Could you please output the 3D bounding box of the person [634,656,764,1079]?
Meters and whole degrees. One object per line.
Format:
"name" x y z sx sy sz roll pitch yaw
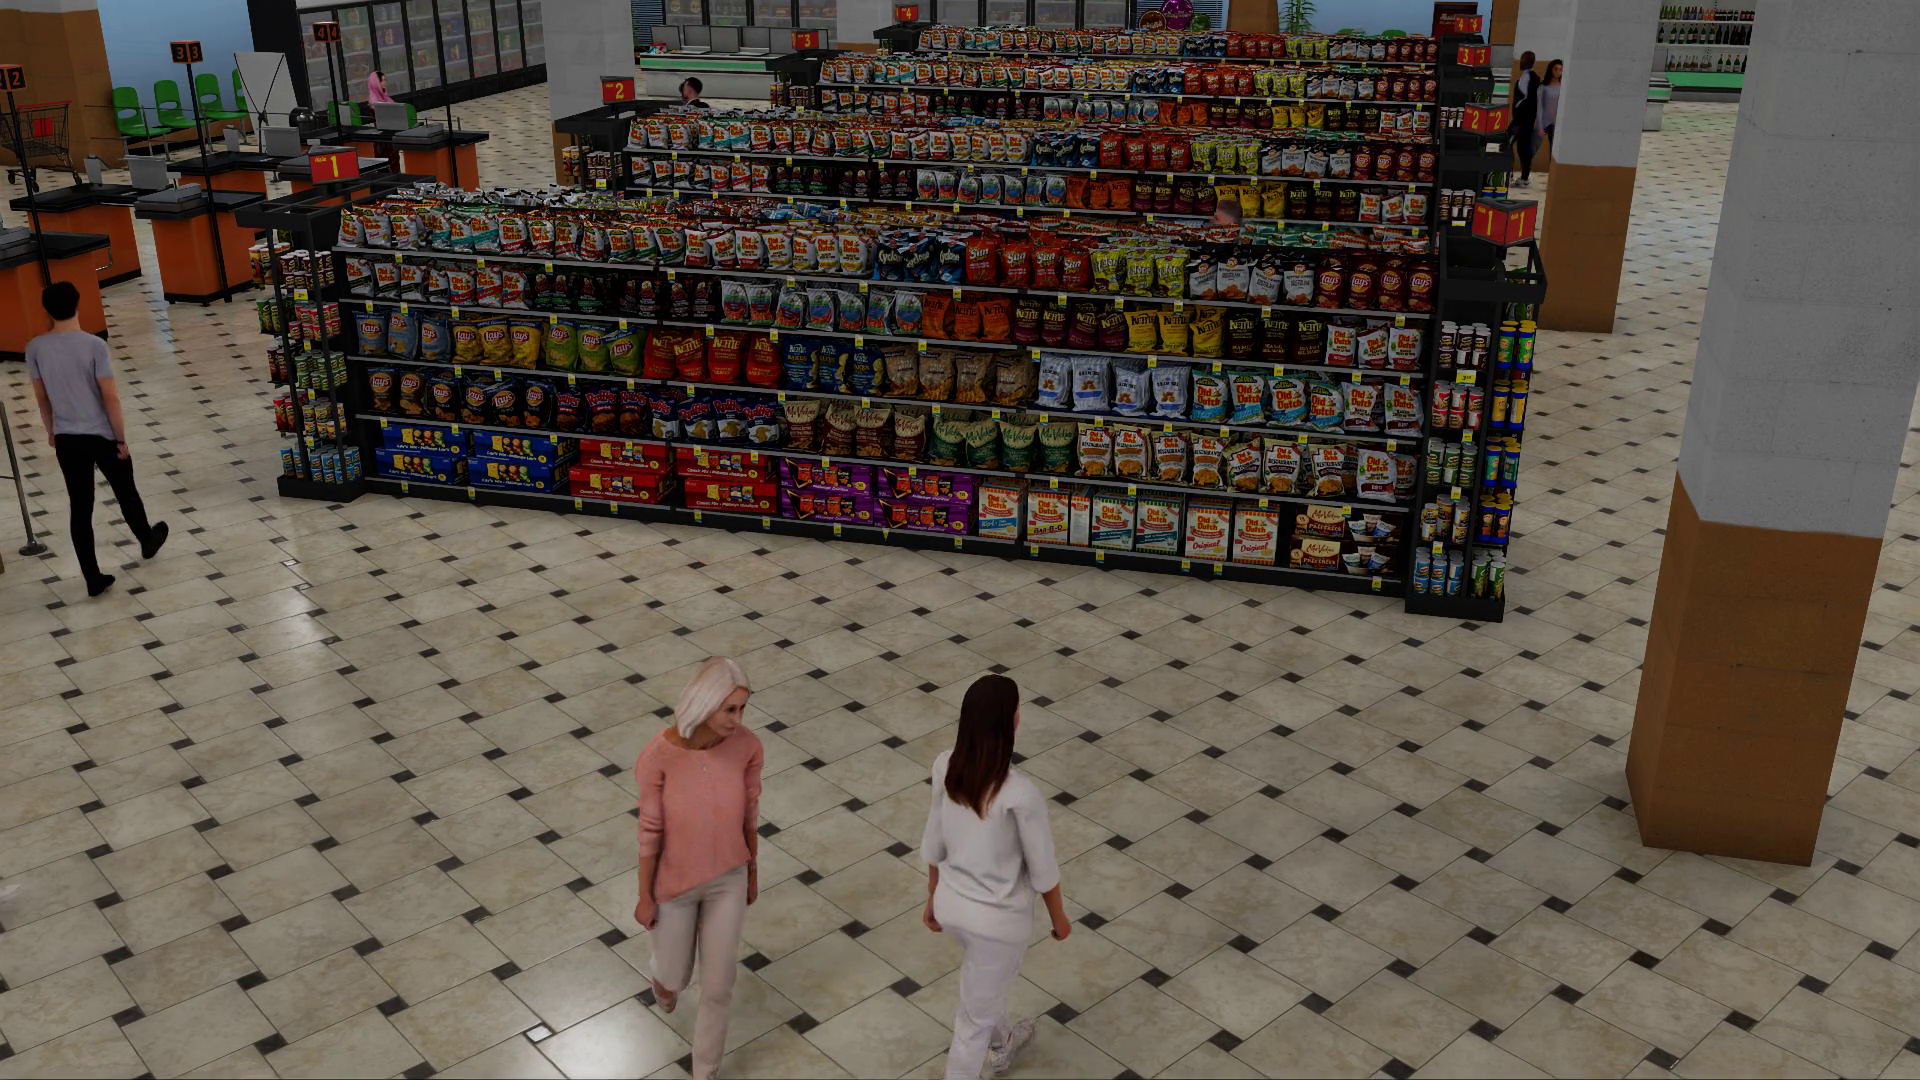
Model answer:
"person" -0.937 1.145 5.760 1.013 1.683 1.054 -9 24 -21

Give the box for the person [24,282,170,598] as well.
"person" -5.170 -0.553 9.782 1.138 1.836 0.985 -1 22 -3

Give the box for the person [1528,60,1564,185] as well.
"person" 7.910 -5.616 22.587 1.213 1.684 0.940 -3 22 -6

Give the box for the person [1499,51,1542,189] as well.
"person" 7.754 -5.698 22.614 0.879 1.815 0.836 20 30 41

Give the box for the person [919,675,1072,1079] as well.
"person" 0.035 1.265 5.486 0.918 1.666 0.910 20 30 41

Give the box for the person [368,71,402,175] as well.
"person" -7.639 -5.386 22.076 0.680 1.637 0.715 1 22 2
